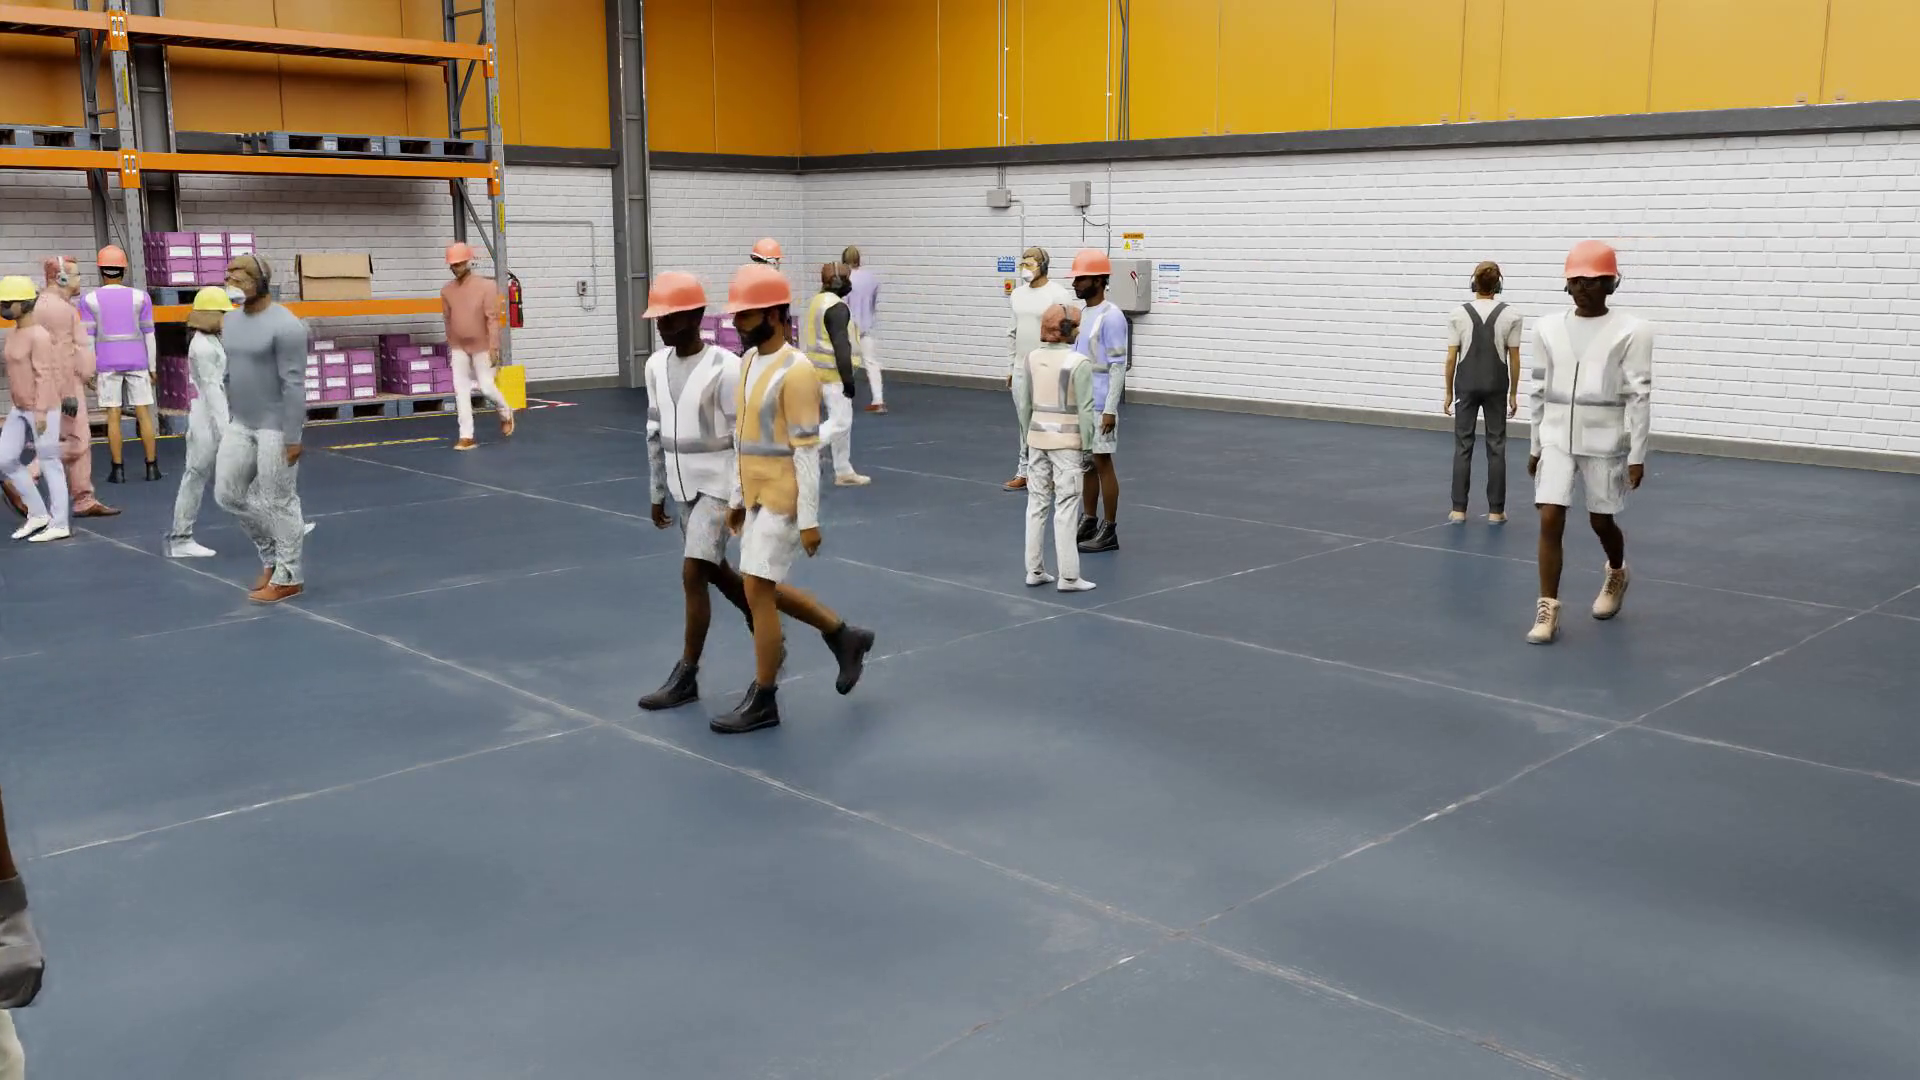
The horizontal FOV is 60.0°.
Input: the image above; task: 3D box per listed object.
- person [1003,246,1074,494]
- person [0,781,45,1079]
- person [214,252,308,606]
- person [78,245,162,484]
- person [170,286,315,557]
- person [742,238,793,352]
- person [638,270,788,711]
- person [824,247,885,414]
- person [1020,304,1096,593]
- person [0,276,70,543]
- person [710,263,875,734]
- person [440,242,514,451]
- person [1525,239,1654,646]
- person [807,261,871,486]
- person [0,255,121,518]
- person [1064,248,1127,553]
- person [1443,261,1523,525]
[{"bbox_3d":[0.603,-1.323,13.034,0.637,1.938,0.357,10,15,44],"label":"person"},{"bbox_3d":[-1.927,0.595,2.871,0.710,1.846,0.498,2,11,12],"label":"person"},{"bbox_3d":[-3.813,-0.593,9.079,0.652,1.928,0.434,6,12,29],"label":"person"},{"bbox_3d":[-6.872,-1.430,13.622,0.545,1.939,0.373,-6,12,-28],"label":"person"},{"bbox_3d":[-4.598,-0.734,10.467,0.885,1.693,0.512,-2,11,-12],"label":"person"},{"bbox_3d":[-1.698,-1.664,14.742,0.611,1.995,0.380,9,14,41],"label":"person"},{"bbox_3d":[-1.077,-0.248,7.371,0.579,1.894,0.941,8,13,38],"label":"person"},{"bbox_3d":[-1.190,-2.382,18.967,0.636,1.893,1.009,-8,13,-37],"label":"person"},{"bbox_3d":[0.555,-0.520,9.484,0.312,1.636,0.518,-10,14,-44],"label":"person"},{"bbox_3d":[-6.135,-0.844,10.906,0.546,1.751,0.450,8,13,36],"label":"person"},{"bbox_3d":[-0.700,-0.181,6.877,0.724,1.911,0.550,-5,12,-27],"label":"person"},{"bbox_3d":[-4.616,-1.854,15.871,0.613,1.963,0.763,2,11,11],"label":"person"},{"bbox_3d":[3.192,-0.511,8.429,0.616,2.015,0.950,8,13,38],"label":"person"},{"bbox_3d":[-1.069,-1.306,13.268,0.684,1.824,0.633,-3,11,-15],"label":"person"},{"bbox_3d":[-6.394,-1.060,11.732,0.655,1.889,0.657,-6,12,-30],"label":"person"},{"bbox_3d":[0.836,-0.888,10.668,0.360,1.936,0.552,-5,11,-23],"label":"person"},{"bbox_3d":[3.653,-1.026,11.670,0.506,1.846,0.348,3,11,18],"label":"person"}]
